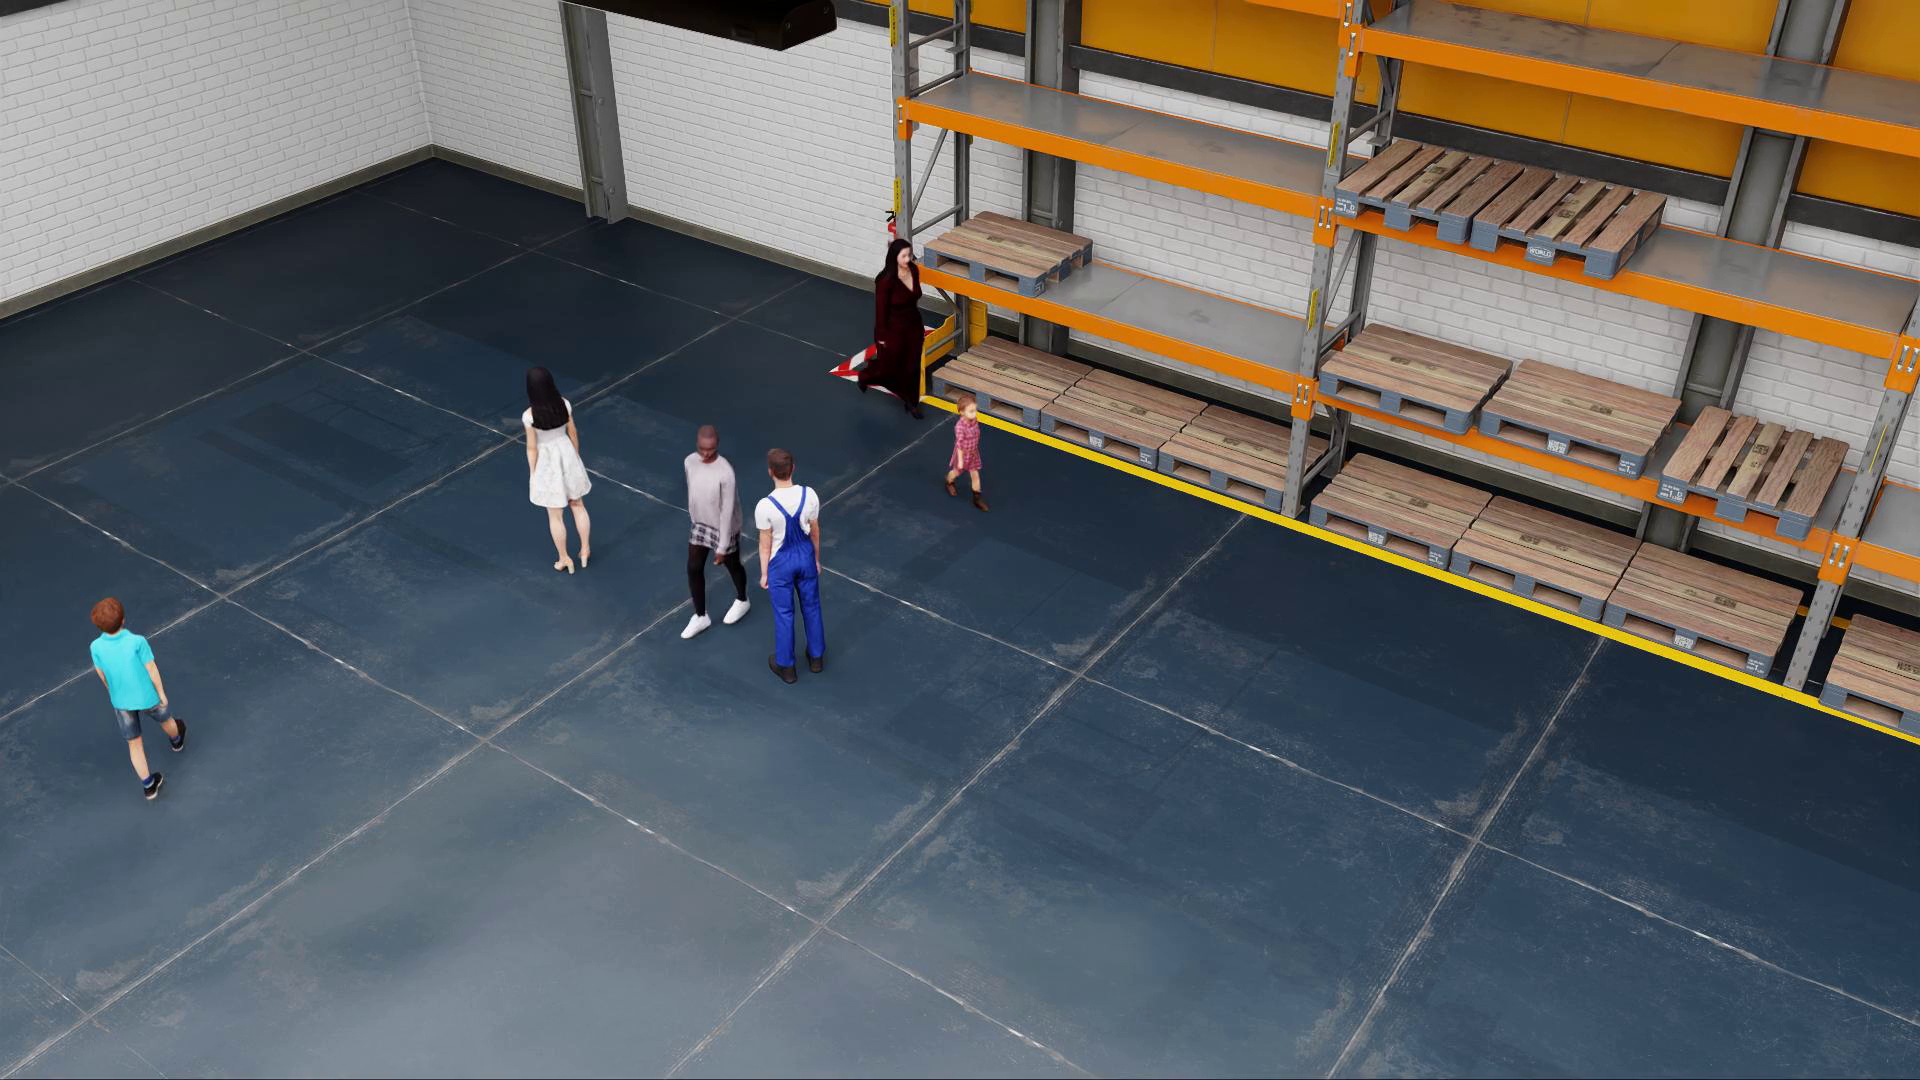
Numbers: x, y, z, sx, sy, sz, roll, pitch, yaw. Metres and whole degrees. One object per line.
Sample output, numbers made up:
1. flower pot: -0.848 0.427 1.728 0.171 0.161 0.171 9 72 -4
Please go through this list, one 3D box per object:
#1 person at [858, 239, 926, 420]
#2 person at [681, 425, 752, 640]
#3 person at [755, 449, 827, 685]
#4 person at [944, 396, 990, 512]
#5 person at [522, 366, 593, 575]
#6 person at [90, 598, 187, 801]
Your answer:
1. person: -0.619 -1.918 14.970 1.005 1.732 0.749 27 42 34
2. person: -1.734 -0.126 12.264 0.821 1.745 0.741 17 37 24
3. person: -1.190 0.176 11.714 0.716 1.851 0.725 -15 37 -22
4. person: 0.024 -0.756 13.871 0.523 1.014 0.775 -27 42 -35
5. person: -3.113 -0.536 12.853 0.737 1.775 0.749 -21 39 -28
6. person: -5.374 1.047 10.800 0.906 1.411 0.982 -7 34 -10
